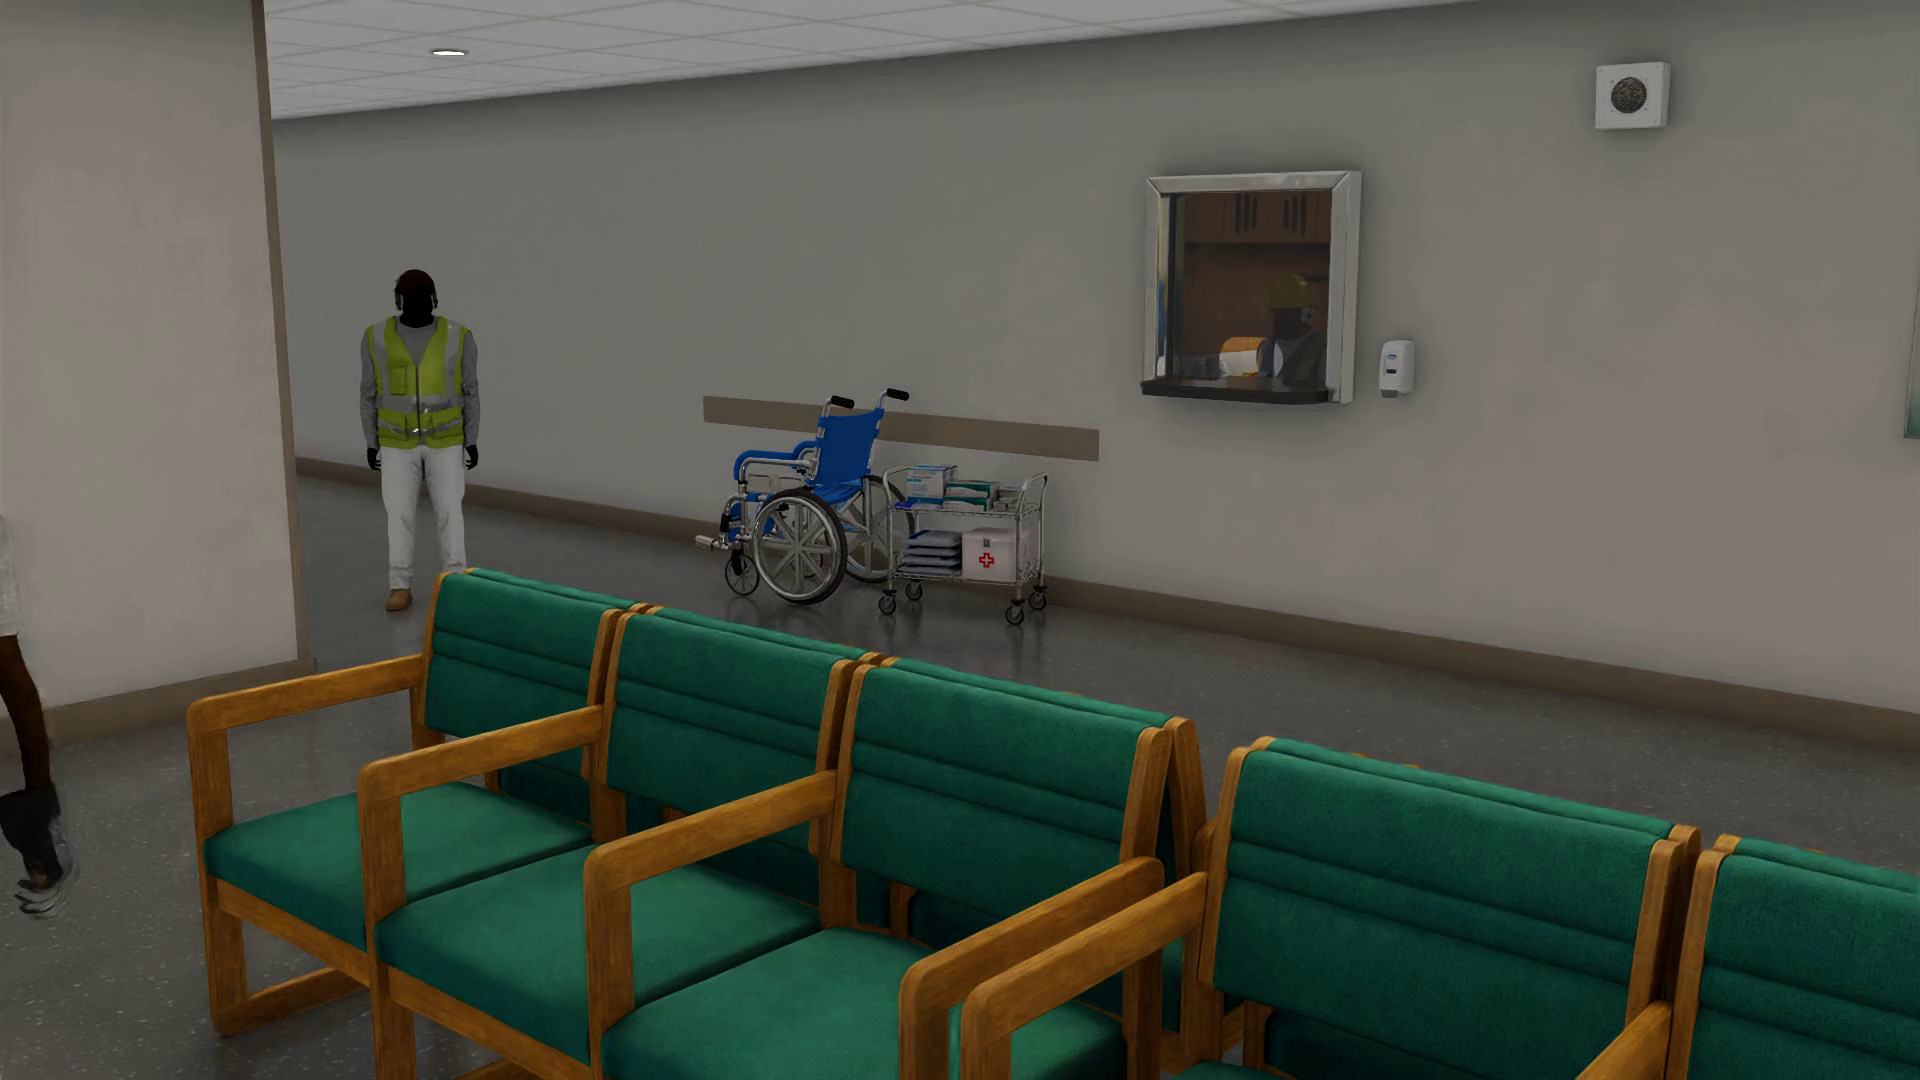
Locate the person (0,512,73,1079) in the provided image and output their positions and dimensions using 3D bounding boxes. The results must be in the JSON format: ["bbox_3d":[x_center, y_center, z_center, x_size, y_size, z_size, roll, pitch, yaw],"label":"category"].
[{"bbox_3d":[-1.950,0.526,2.969,0.586,1.844,0.535,8,13,38],"label":"person"}]

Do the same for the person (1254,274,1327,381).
[{"bbox_3d":[1.778,-0.503,8.913,0.405,1.823,0.591,-7,12,-33],"label":"person"}]

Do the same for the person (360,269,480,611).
[{"bbox_3d":[-2.924,-0.538,9.040,0.625,1.847,0.429,-3,10,-15],"label":"person"}]
